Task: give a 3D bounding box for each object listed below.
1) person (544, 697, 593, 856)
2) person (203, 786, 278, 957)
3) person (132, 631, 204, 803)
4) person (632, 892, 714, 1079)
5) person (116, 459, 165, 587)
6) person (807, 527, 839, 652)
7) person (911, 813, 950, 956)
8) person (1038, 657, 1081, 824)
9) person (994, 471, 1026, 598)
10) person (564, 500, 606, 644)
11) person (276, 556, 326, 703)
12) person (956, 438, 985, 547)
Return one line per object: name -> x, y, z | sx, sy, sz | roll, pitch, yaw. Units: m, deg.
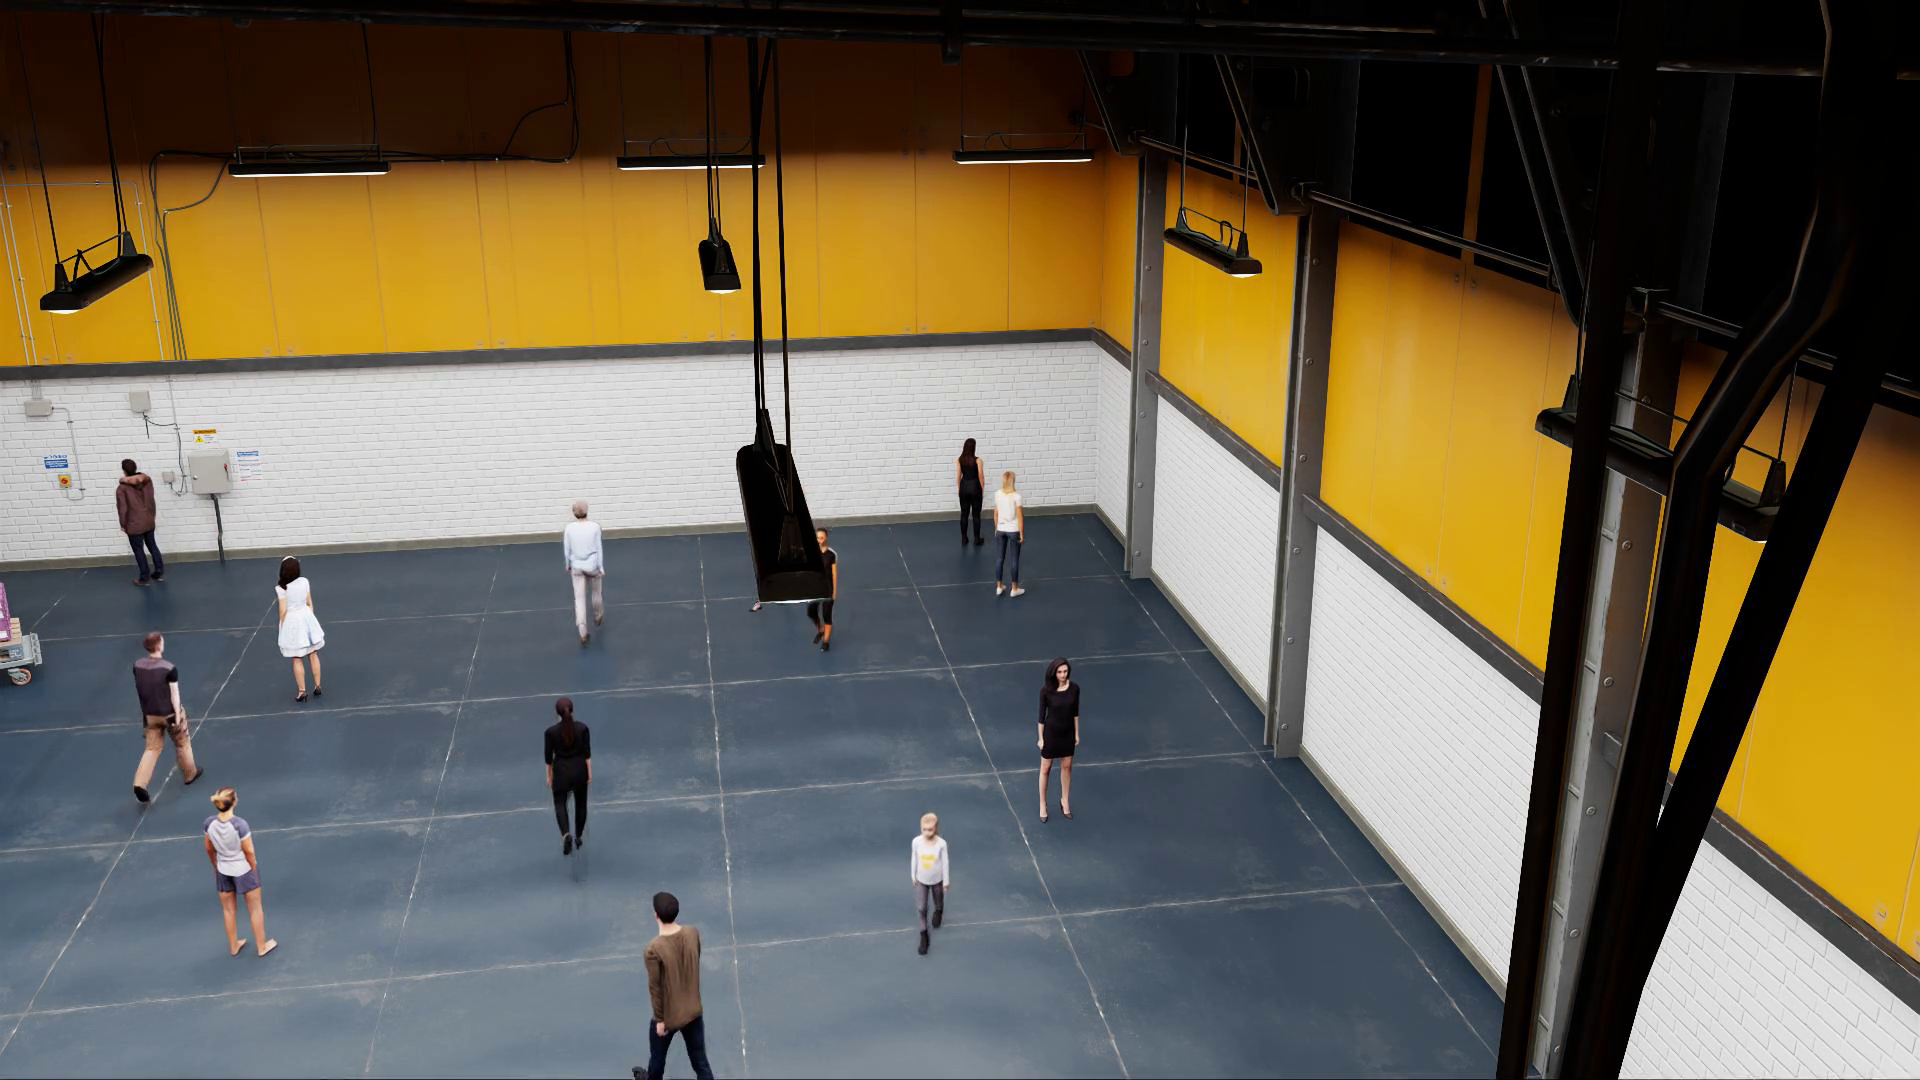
person -> -3.826, 2.363, 16.326 | 0.644, 1.646, 0.831 | -5, 19, -15
person -> -6.393, 2.926, 14.686 | 0.640, 1.624, 0.606 | 2, 19, 5
person -> -8.477, 1.873, 17.526 | 0.883, 1.808, 1.219 | 2, 19, 7
person -> -2.066, 3.572, 12.445 | 1.211, 1.831, 1.051 | 18, 25, 42
person -> -11.752, -0.265, 23.818 | 0.932, 1.845, 0.837 | 9, 21, 25
person -> -1.765, 0.601, 21.535 | 0.702, 1.660, 0.722 | 5, 19, 13
person -> -0.259, 3.024, 14.967 | 0.646, 1.260, 0.923 | 2, 19, 5
person -> 1.013, 2.034, 17.054 | 0.591, 1.804, 0.504 | -4, 19, -13
person -> 0.678, -0.099, 23.381 | 0.664, 1.808, 0.706 | 10, 21, 28
person -> -4.913, 0.436, 21.735 | 0.750, 1.845, 1.244 | -1, 19, -4
person -> -7.909, 1.063, 19.913 | 0.905, 1.818, 0.854 | 17, 25, 41
person -> 0.158, -0.740, 25.474 | 0.679, 1.688, 0.698 | 6, 20, 17
